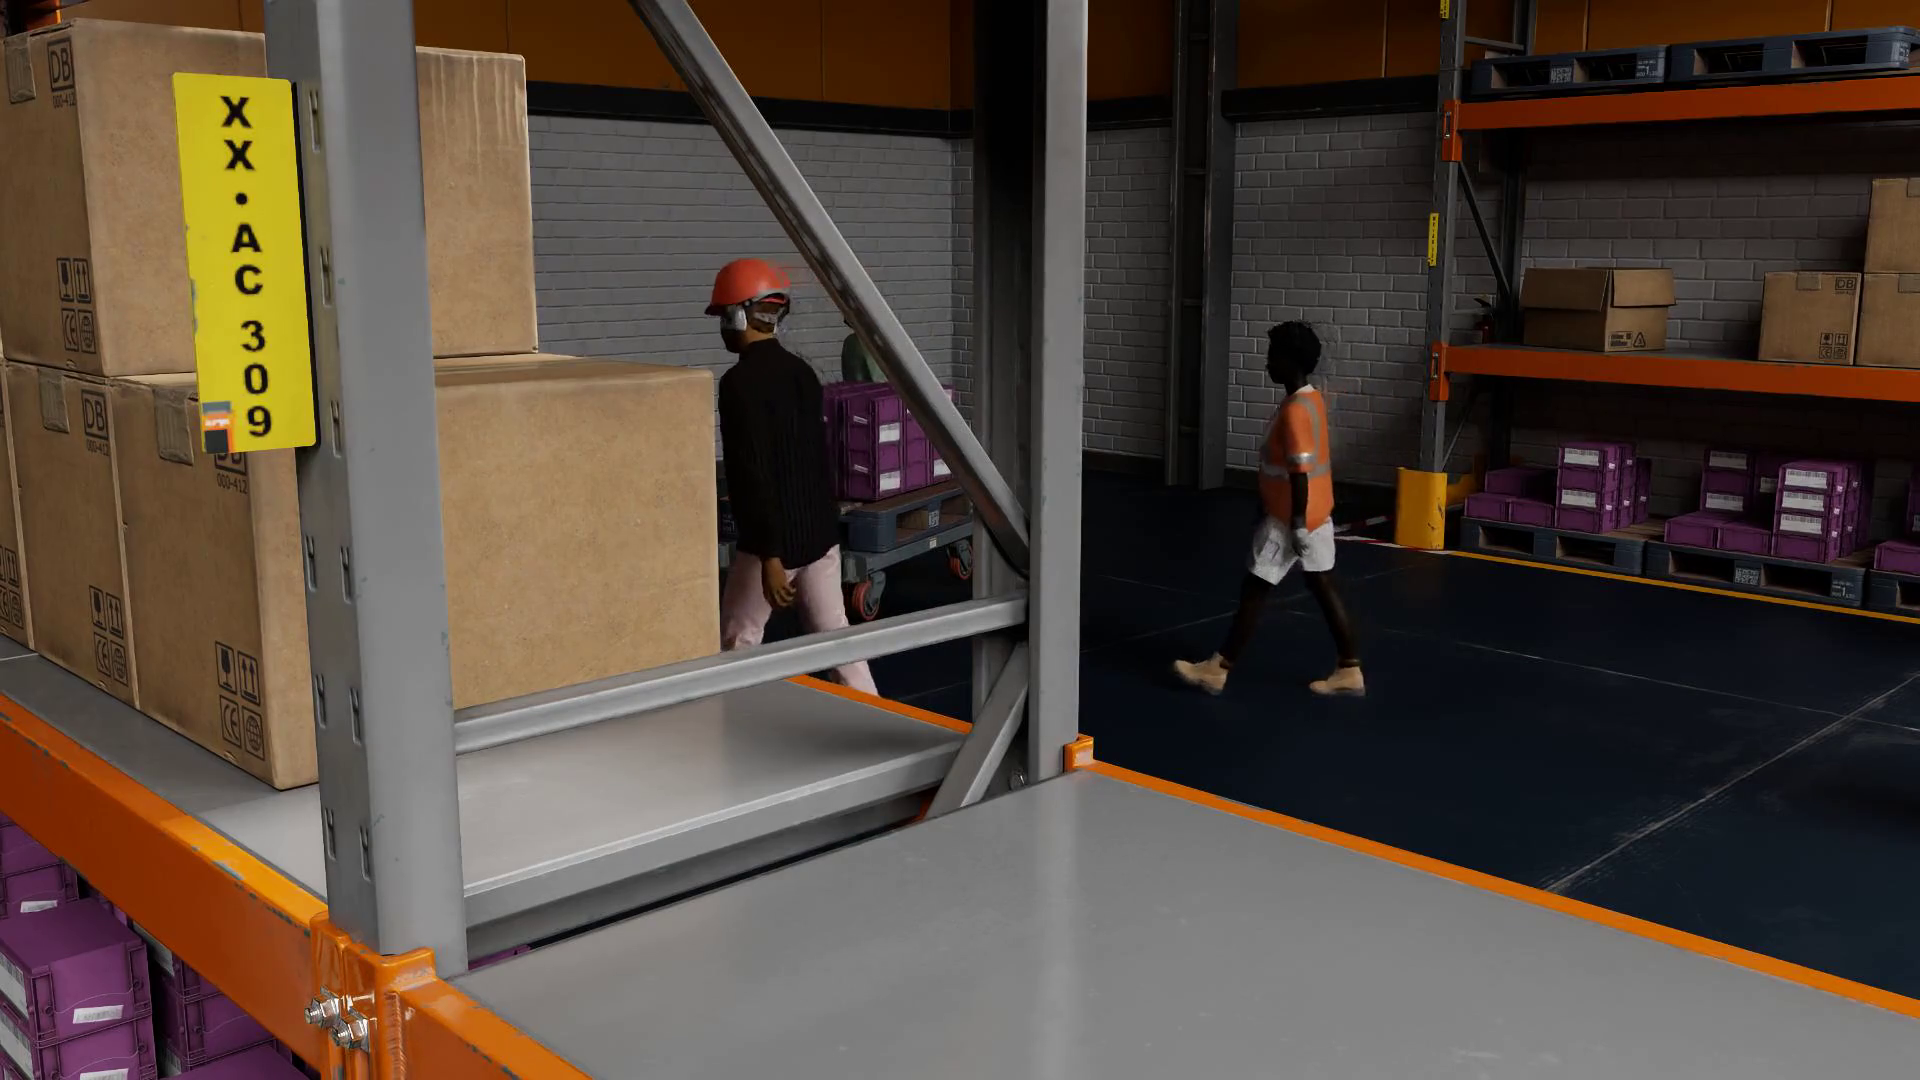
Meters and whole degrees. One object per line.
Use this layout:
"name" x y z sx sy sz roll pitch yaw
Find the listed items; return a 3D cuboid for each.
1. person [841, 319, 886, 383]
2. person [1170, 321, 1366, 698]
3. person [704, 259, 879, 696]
"person" -0.626 -0.824 11.147 0.288 1.634 0.499 -6 12 -30
"person" 1.397 -0.122 7.253 0.840 1.652 0.540 4 11 22
"person" -0.662 0.002 5.813 1.067 1.928 0.640 5 12 27
